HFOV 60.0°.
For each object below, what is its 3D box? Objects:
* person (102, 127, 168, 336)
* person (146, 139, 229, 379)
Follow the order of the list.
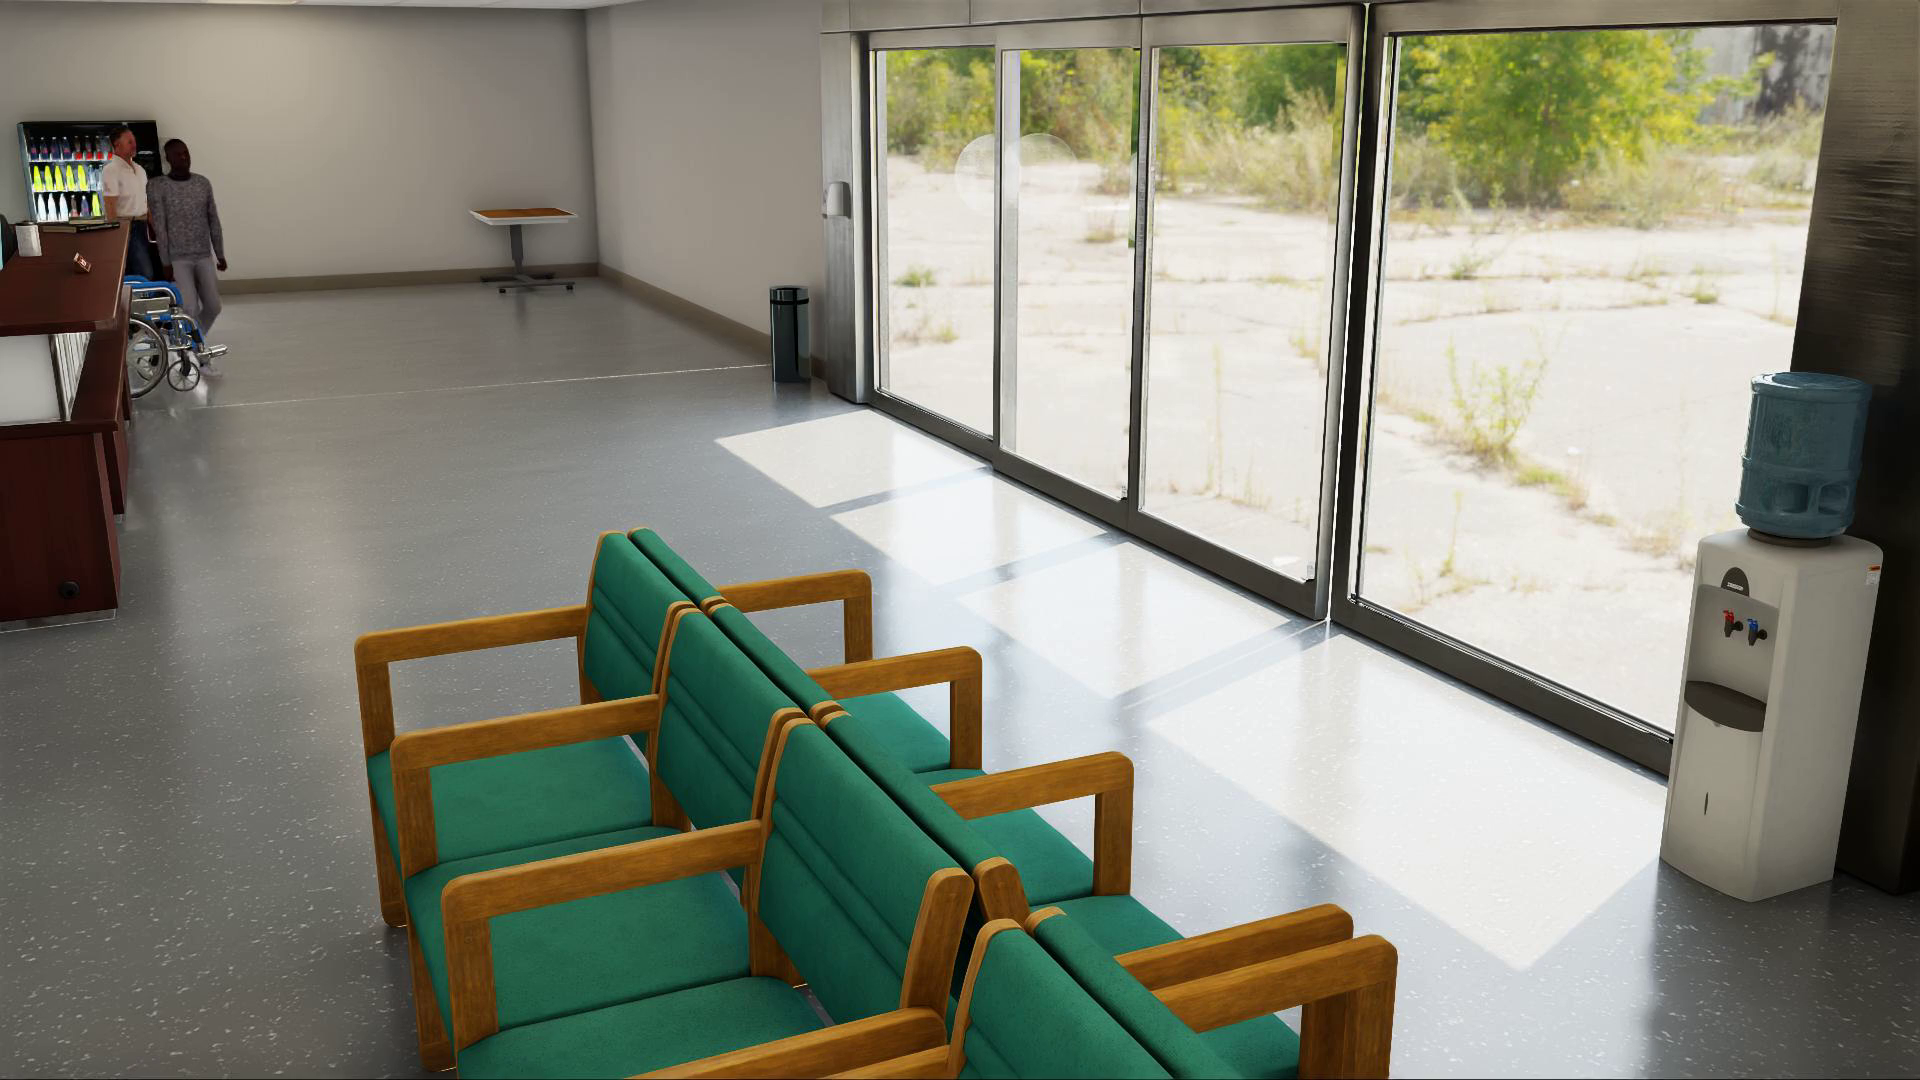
[{"bbox_3d":[-7.505,-2.743,14.868,1.037,1.839,0.940,2,16,8],"label":"person"},{"bbox_3d":[-6.019,-2.173,12.886,0.939,1.817,0.915,12,20,37],"label":"person"}]
